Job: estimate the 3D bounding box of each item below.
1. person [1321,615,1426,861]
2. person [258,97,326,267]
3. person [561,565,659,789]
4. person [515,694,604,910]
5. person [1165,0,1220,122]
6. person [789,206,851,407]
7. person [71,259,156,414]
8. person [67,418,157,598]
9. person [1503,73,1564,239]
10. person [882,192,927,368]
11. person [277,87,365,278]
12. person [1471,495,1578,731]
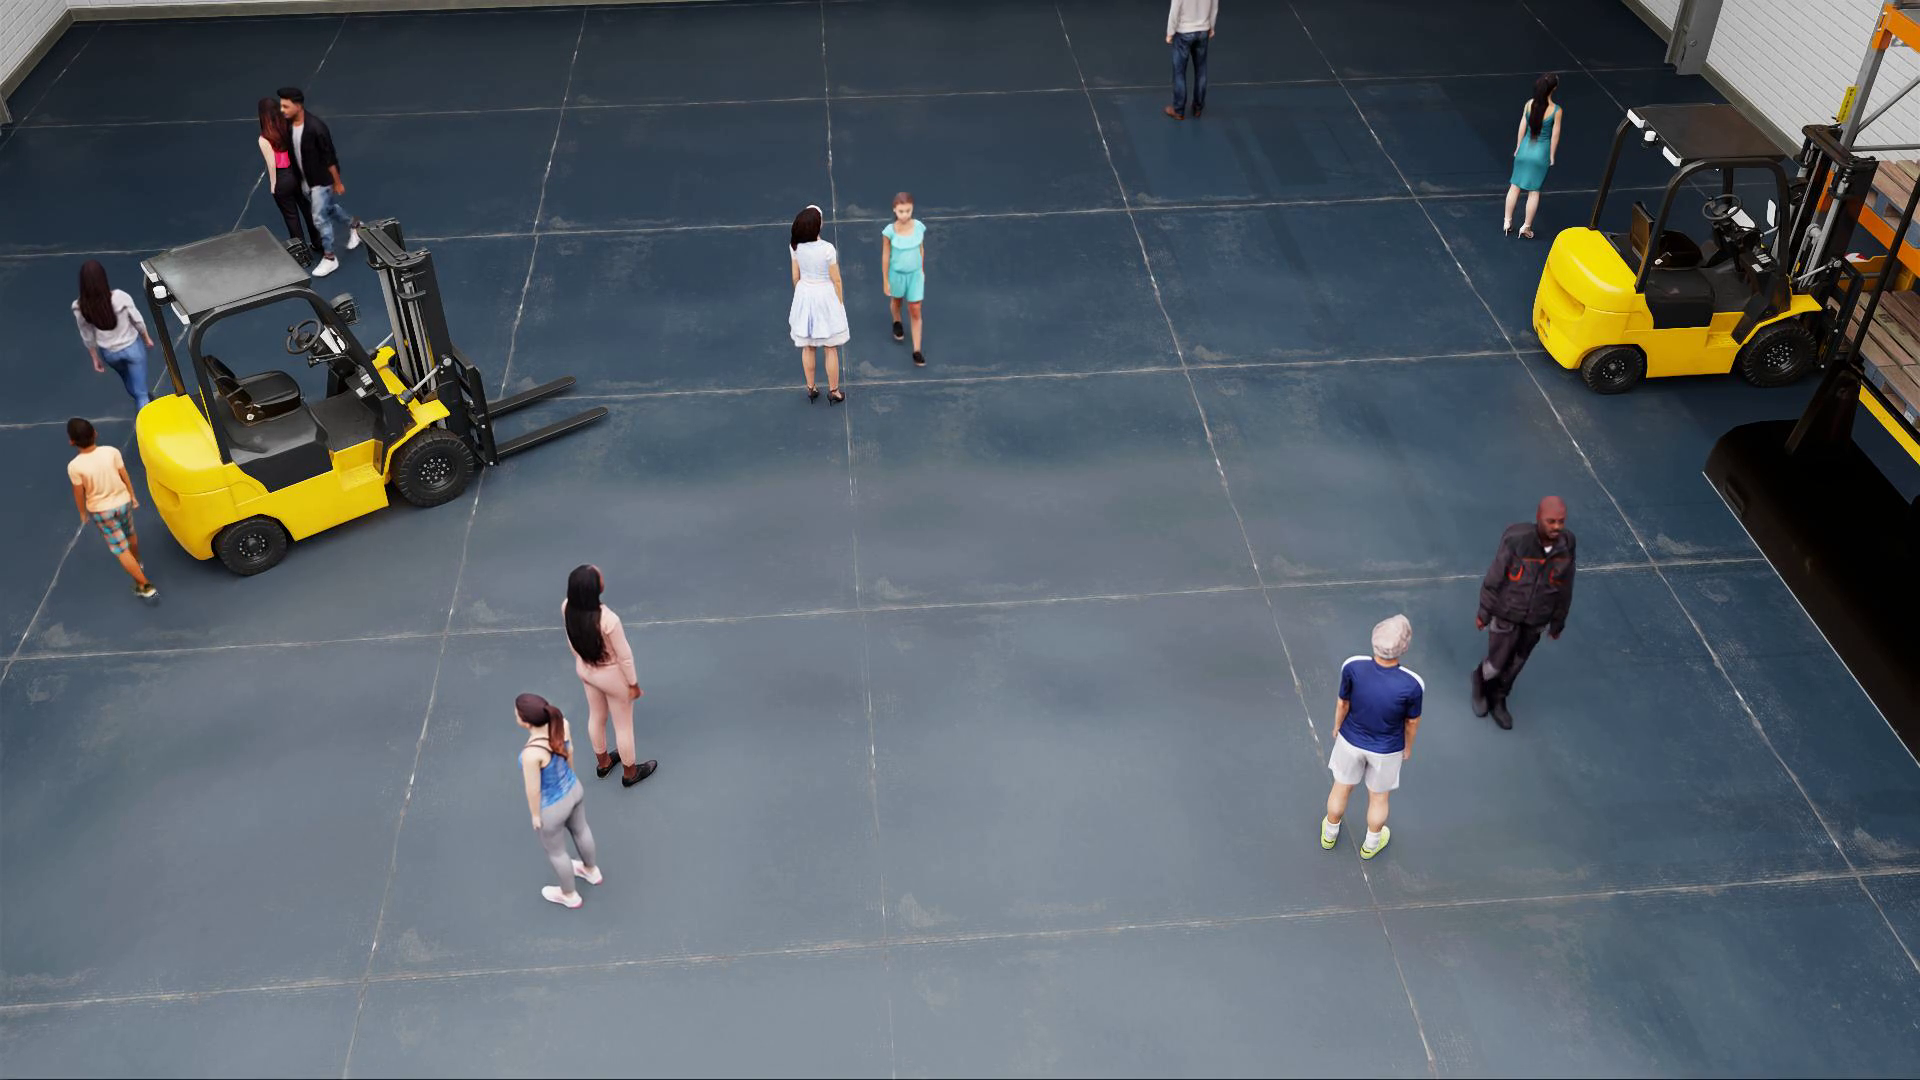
[{"bbox_3d":[2.432,1.171,9.819,0.722,1.839,0.721,15,41,18],"label":"person"},{"bbox_3d":[-6.326,-3.389,15.672,0.717,1.660,0.612,17,42,21],"label":"person"},{"bbox_3d":[-2.208,0.845,10.321,0.698,1.720,0.726,21,43,25],"label":"person"},{"bbox_3d":[-2.330,1.489,9.606,0.709,1.608,0.616,16,41,19],"label":"person"},{"bbox_3d":[2.530,-5.549,18.178,0.799,1.908,0.719,-12,40,-15],"label":"person"},{"bbox_3d":[-1.168,-1.915,13.699,0.811,1.818,0.848,11,40,13],"label":"person"},{"bbox_3d":[-6.675,-1.433,13.283,0.729,1.585,1.120,-9,40,-11],"label":"person"},{"bbox_3d":[-6.043,-0.216,11.876,0.964,1.439,0.884,28,46,31],"label":"person"},{"bbox_3d":[5.534,-3.707,16.050,0.618,1.686,0.672,26,45,29],"label":"person"},{"bbox_3d":[-0.502,-2.338,14.474,0.641,1.513,1.082,-7,39,-9],"label":"person"},{"bbox_3d":[-5.993,-3.457,15.664,1.075,1.776,1.199,21,43,25],"label":"person"},{"bbox_3d":[3.617,0.393,10.811,0.697,1.817,0.642,-3,39,-3],"label":"person"}]
